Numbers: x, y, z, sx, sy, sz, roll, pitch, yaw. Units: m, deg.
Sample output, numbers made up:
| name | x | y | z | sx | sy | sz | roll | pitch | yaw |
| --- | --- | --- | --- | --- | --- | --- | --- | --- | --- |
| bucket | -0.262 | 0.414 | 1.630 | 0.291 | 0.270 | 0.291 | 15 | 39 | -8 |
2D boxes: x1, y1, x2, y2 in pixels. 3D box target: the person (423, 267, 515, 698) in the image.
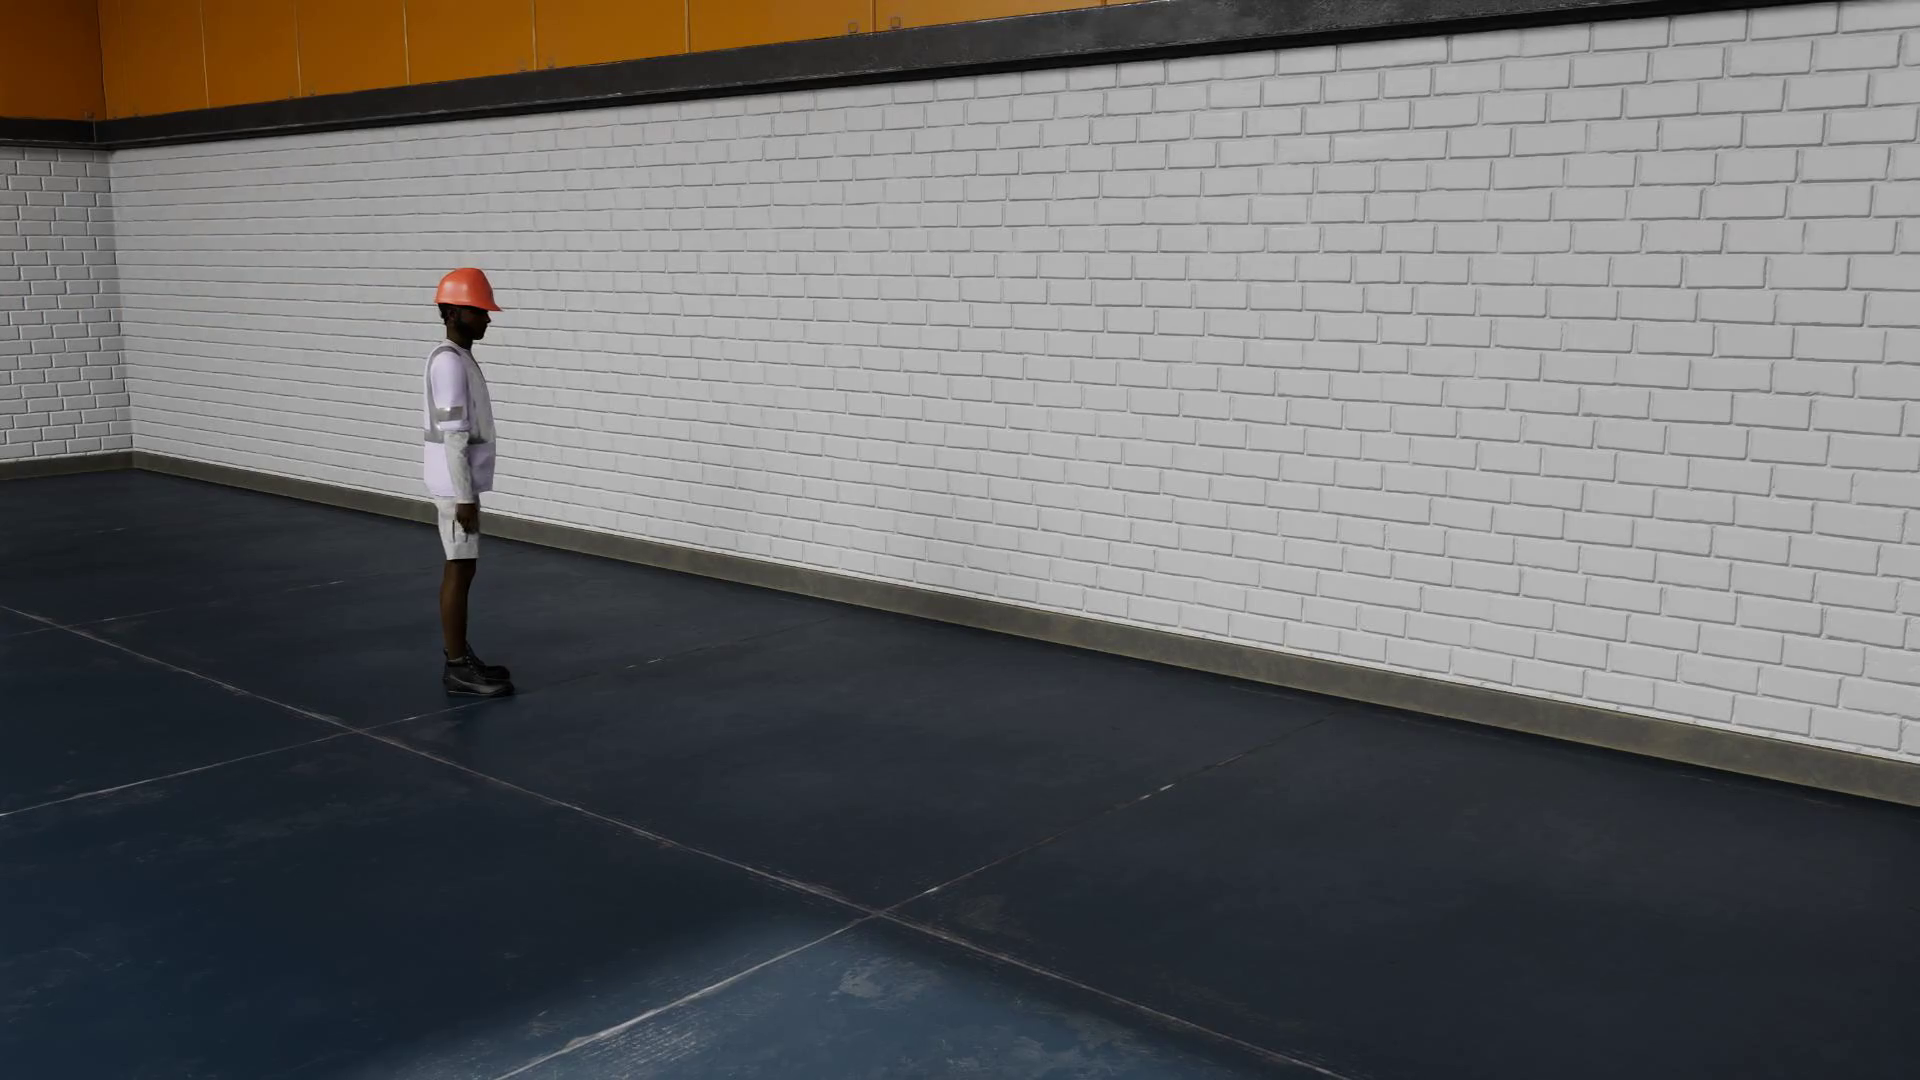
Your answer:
| name | x | y | z | sx | sy | sz | roll | pitch | yaw |
| --- | --- | --- | --- | --- | --- | --- | --- | --- | --- |
| person | -2.232 | -0.256 | 7.545 | 0.375 | 1.934 | 0.547 | -3 | 10 | -14 |
